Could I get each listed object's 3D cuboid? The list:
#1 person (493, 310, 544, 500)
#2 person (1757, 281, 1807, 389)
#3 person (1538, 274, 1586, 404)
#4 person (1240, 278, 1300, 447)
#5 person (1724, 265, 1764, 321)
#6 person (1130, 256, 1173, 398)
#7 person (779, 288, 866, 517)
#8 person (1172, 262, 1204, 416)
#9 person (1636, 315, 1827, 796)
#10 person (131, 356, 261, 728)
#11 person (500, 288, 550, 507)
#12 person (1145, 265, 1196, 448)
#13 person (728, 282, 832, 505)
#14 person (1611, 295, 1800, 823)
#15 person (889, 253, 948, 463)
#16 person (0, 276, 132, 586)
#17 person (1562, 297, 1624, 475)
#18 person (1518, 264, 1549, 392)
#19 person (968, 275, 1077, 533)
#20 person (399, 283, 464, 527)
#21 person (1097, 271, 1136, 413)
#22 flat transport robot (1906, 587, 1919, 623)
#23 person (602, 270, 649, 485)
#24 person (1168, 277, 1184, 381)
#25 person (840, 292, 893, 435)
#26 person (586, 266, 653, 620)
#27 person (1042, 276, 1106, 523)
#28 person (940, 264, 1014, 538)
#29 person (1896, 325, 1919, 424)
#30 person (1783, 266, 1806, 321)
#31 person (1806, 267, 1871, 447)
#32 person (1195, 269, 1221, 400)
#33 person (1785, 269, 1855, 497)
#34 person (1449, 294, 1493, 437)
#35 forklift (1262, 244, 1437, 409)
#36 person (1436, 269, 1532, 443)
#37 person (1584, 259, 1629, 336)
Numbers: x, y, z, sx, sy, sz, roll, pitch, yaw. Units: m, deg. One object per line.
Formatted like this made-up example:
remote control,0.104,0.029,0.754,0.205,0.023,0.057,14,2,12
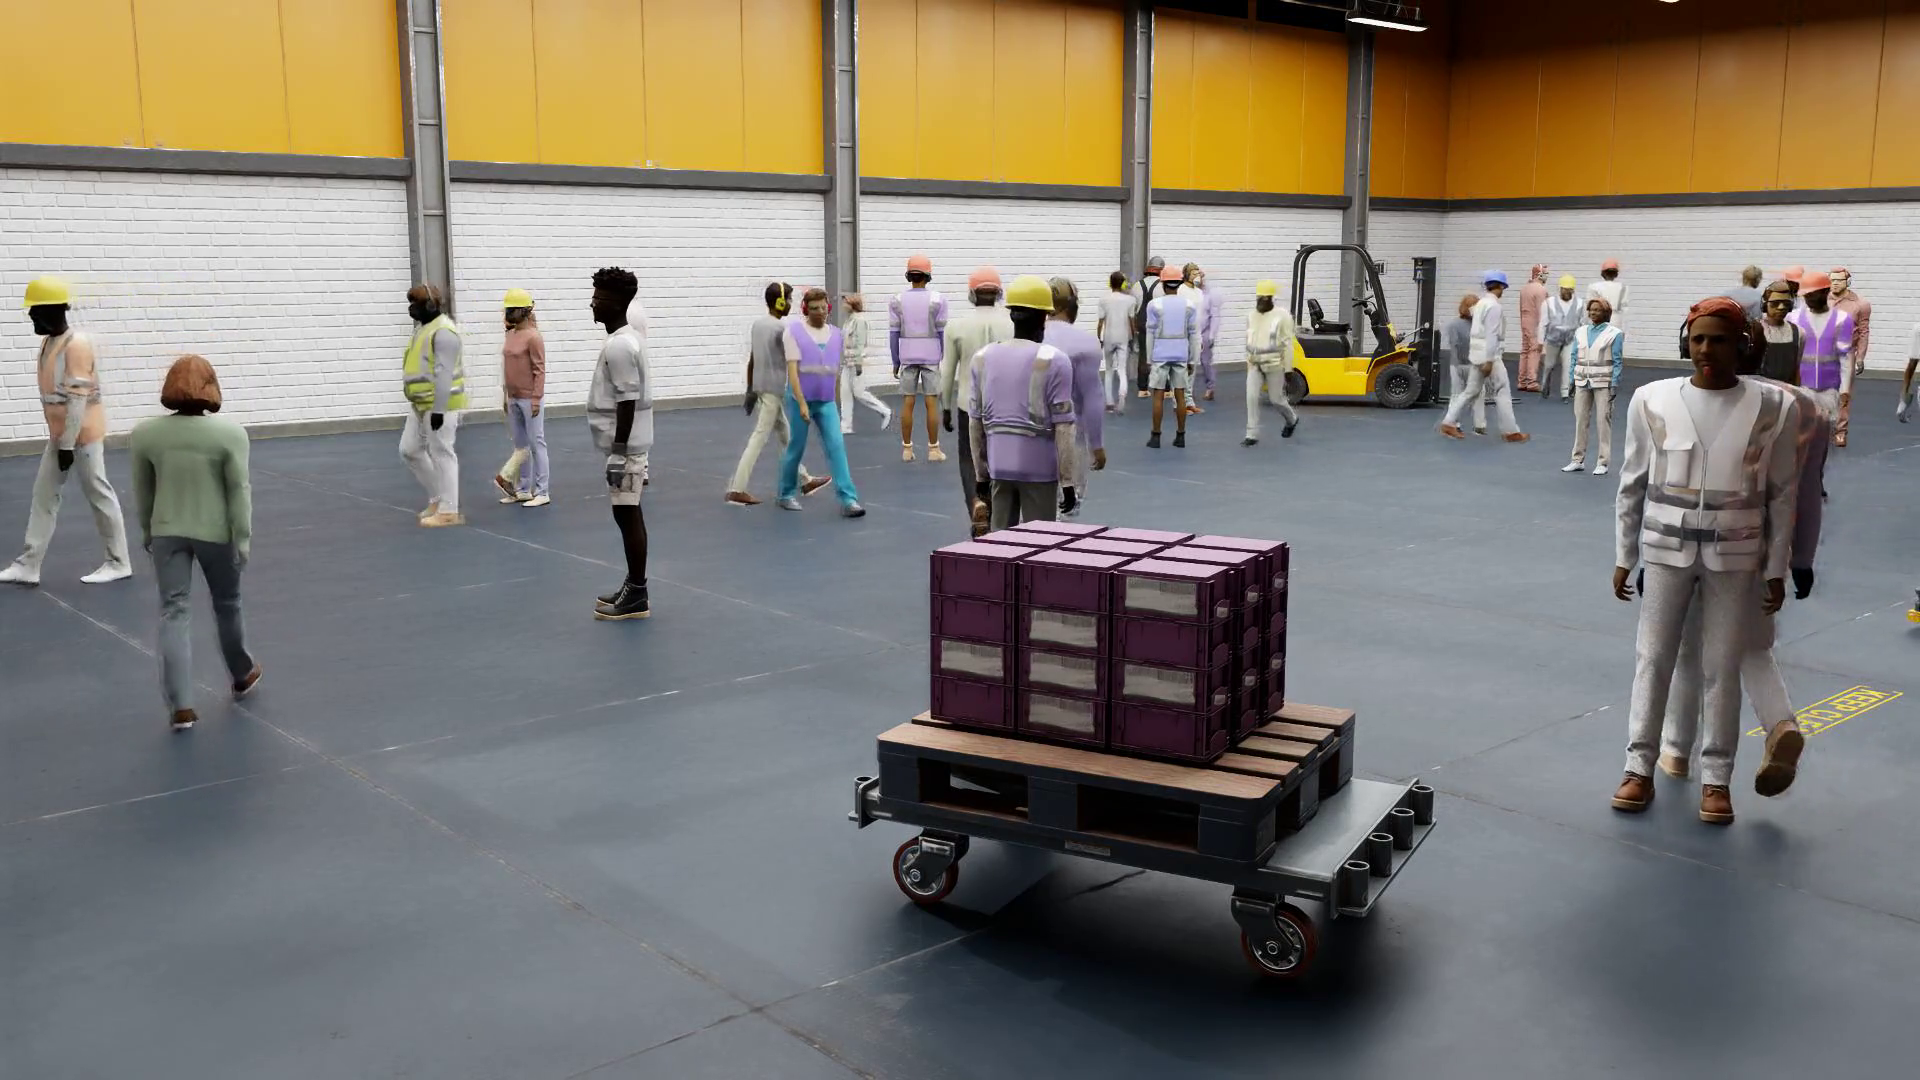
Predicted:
person,-3.636,-1.121,13.726,0.370,1.617,0.511,-5,11,-27
person,5.812,-0.936,11.992,0.516,1.843,0.327,0,10,-1
person,8.332,-2.797,23.081,0.607,1.797,0.823,2,10,13
person,3.336,-1.890,17.730,0.598,1.804,0.763,9,13,43
person,9.556,-2.402,20.379,0.479,1.923,0.644,-4,11,-24
person,2.806,-3.053,23.811,0.679,2.000,0.537,7,12,34
person,-1.123,-1.070,12.980,0.554,1.783,0.986,-6,12,-33
person,2.914,-2.555,21.200,0.370,1.939,0.631,7,12,36
person,2.888,0.067,6.218,0.651,1.815,0.705,1,10,5
person,-3.360,-0.013,7.329,0.517,1.587,0.845,-2,10,-11
person,-3.546,-1.151,13.483,0.525,1.769,0.313,9,13,43
person,2.210,-1.935,17.592,0.543,1.930,0.381,-1,10,-9
person,-1.494,-1.195,13.625,1.019,1.805,0.499,-6,11,-31
person,2.655,0.073,5.970,0.581,1.882,0.339,5,11,28
person,-0.389,-1.771,16.287,0.608,2.048,0.365,2,10,12
person,-5.512,-0.632,10.058,0.617,1.889,0.896,9,13,42
person,5.903,-1.431,15.477,0.309,1.645,0.515,-8,12,-38
person,8.598,-3.158,24.824,0.401,1.907,0.648,-1,10,-6
person,0.330,-0.355,8.351,0.594,1.924,0.374,7,12,34
person,-3.937,-0.998,12.413,0.456,1.823,0.646,-7,12,-36
person,2.016,-2.543,21.416,0.525,1.844,0.754,0,10,1
flat transport robot,5.839,0.417,8.670,0.652,0.197,1.431,-7,12,-35
person,-2.953,-1.423,14.681,0.403,1.904,0.637,-3,10,-15
person,3.558,-3.407,26.915,0.531,1.690,0.319,4,11,23
person,-1.121,-1.991,18.813,0.627,1.620,0.517,-5,11,-25
person,-1.902,-0.540,9.318,0.361,1.965,0.613,-1,10,-8
person,0.494,-0.577,9.701,0.800,1.915,0.628,-9,13,-41
person,0.182,-0.956,11.757,0.620,1.970,0.761,-1,10,-5
person,7.553,-1.068,12.838,0.516,1.821,0.941,9,13,43
person,10.004,-2.312,19.911,0.557,1.890,0.927,-3,10,-19
person,9.293,-1.946,17.723,0.652,1.906,0.409,7,12,35
person,3.312,-2.835,23.083,0.633,1.864,0.986,5,11,26
person,7.226,-1.318,14.049,0.550,1.913,0.429,5,11,25
person,5.685,-1.937,18.552,0.516,1.601,0.683,-3,10,-16
forklift,5.256,-2.933,22.661,2.313,2.155,1.214,3,10,16
person,5.707,-1.998,18.110,0.939,1.895,0.612,0,10,-2
person,9.773,-3.244,25.125,0.605,1.993,1.078,0,10,0
